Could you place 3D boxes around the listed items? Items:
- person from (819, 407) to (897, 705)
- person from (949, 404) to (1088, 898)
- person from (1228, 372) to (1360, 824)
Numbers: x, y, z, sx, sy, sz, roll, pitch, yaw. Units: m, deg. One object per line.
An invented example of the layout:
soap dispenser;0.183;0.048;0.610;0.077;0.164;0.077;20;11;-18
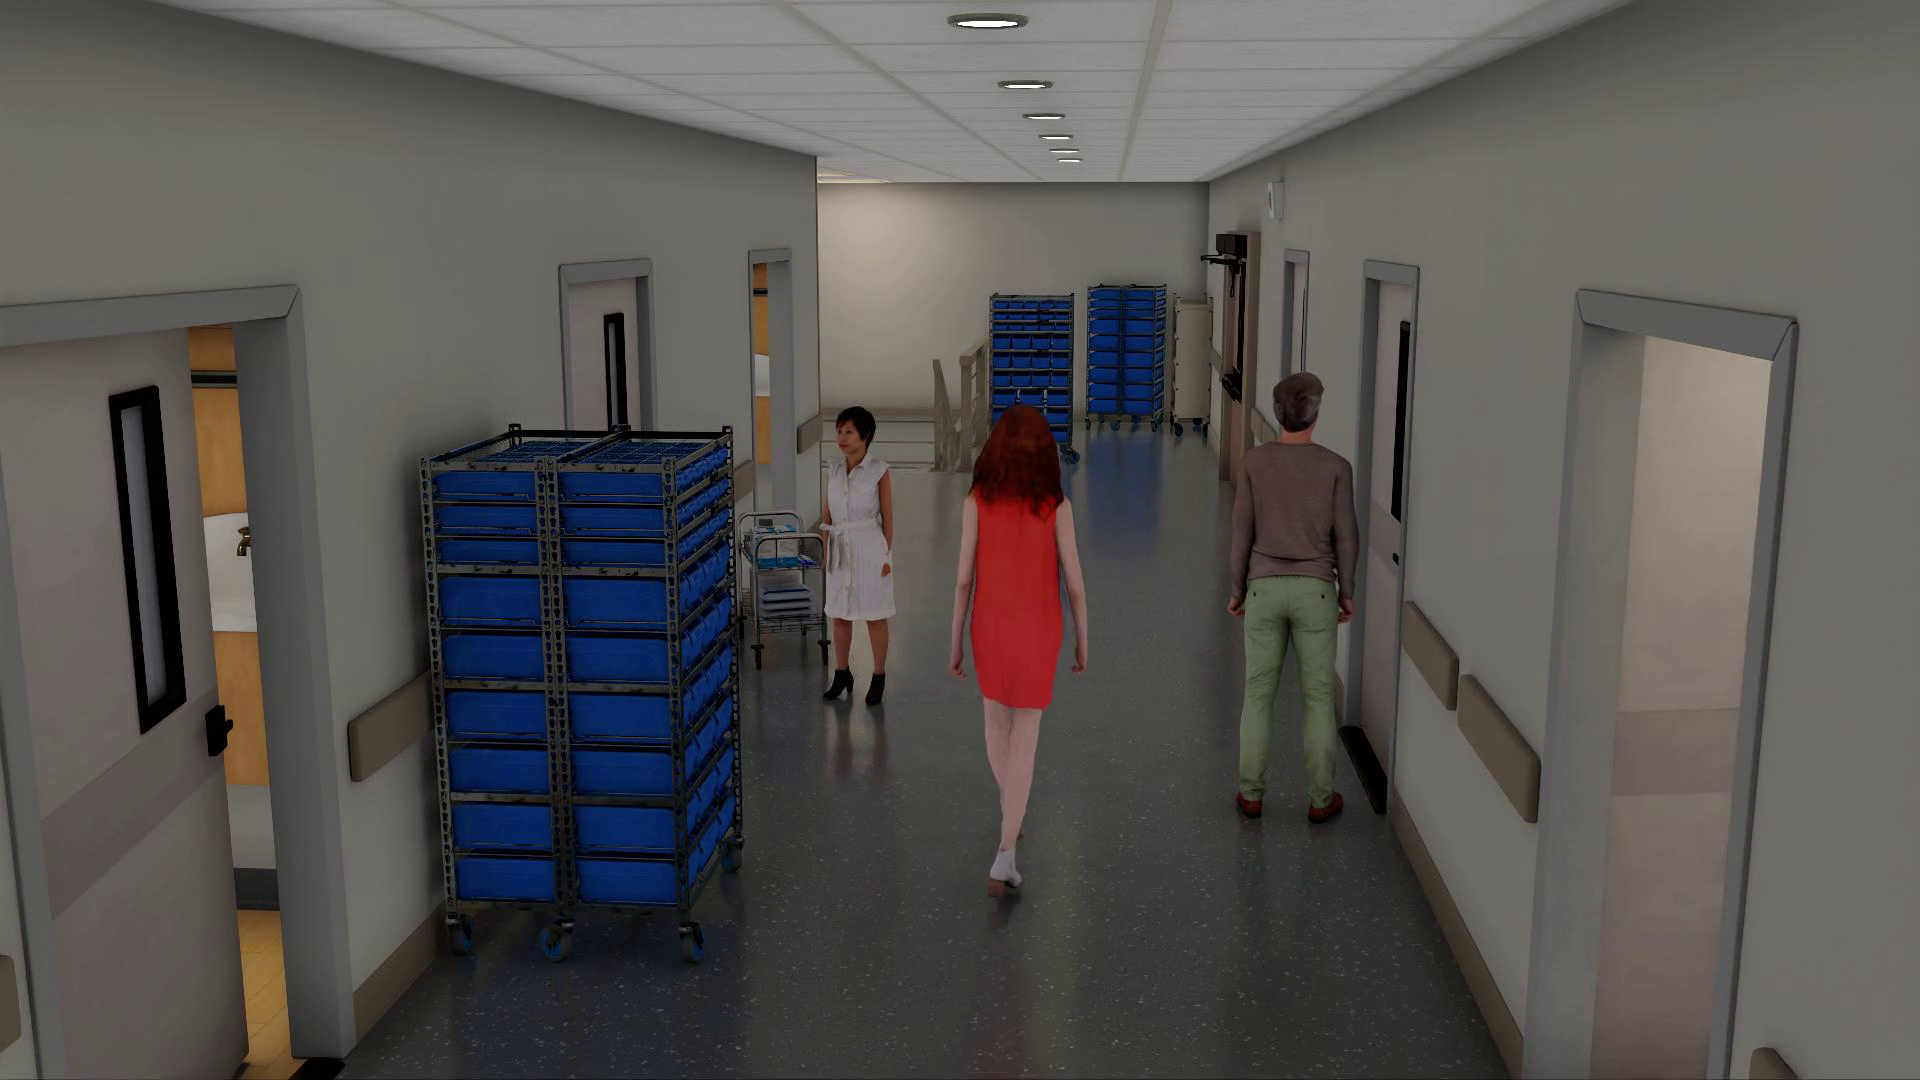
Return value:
person;-0.533;0.075;8.675;0.624;1.555;0.617;5;12;24
person;0.182;0.437;6.126;0.748;1.794;1.045;3;11;14
person;1.380;0.243;6.938;0.723;1.873;0.646;3;11;15
